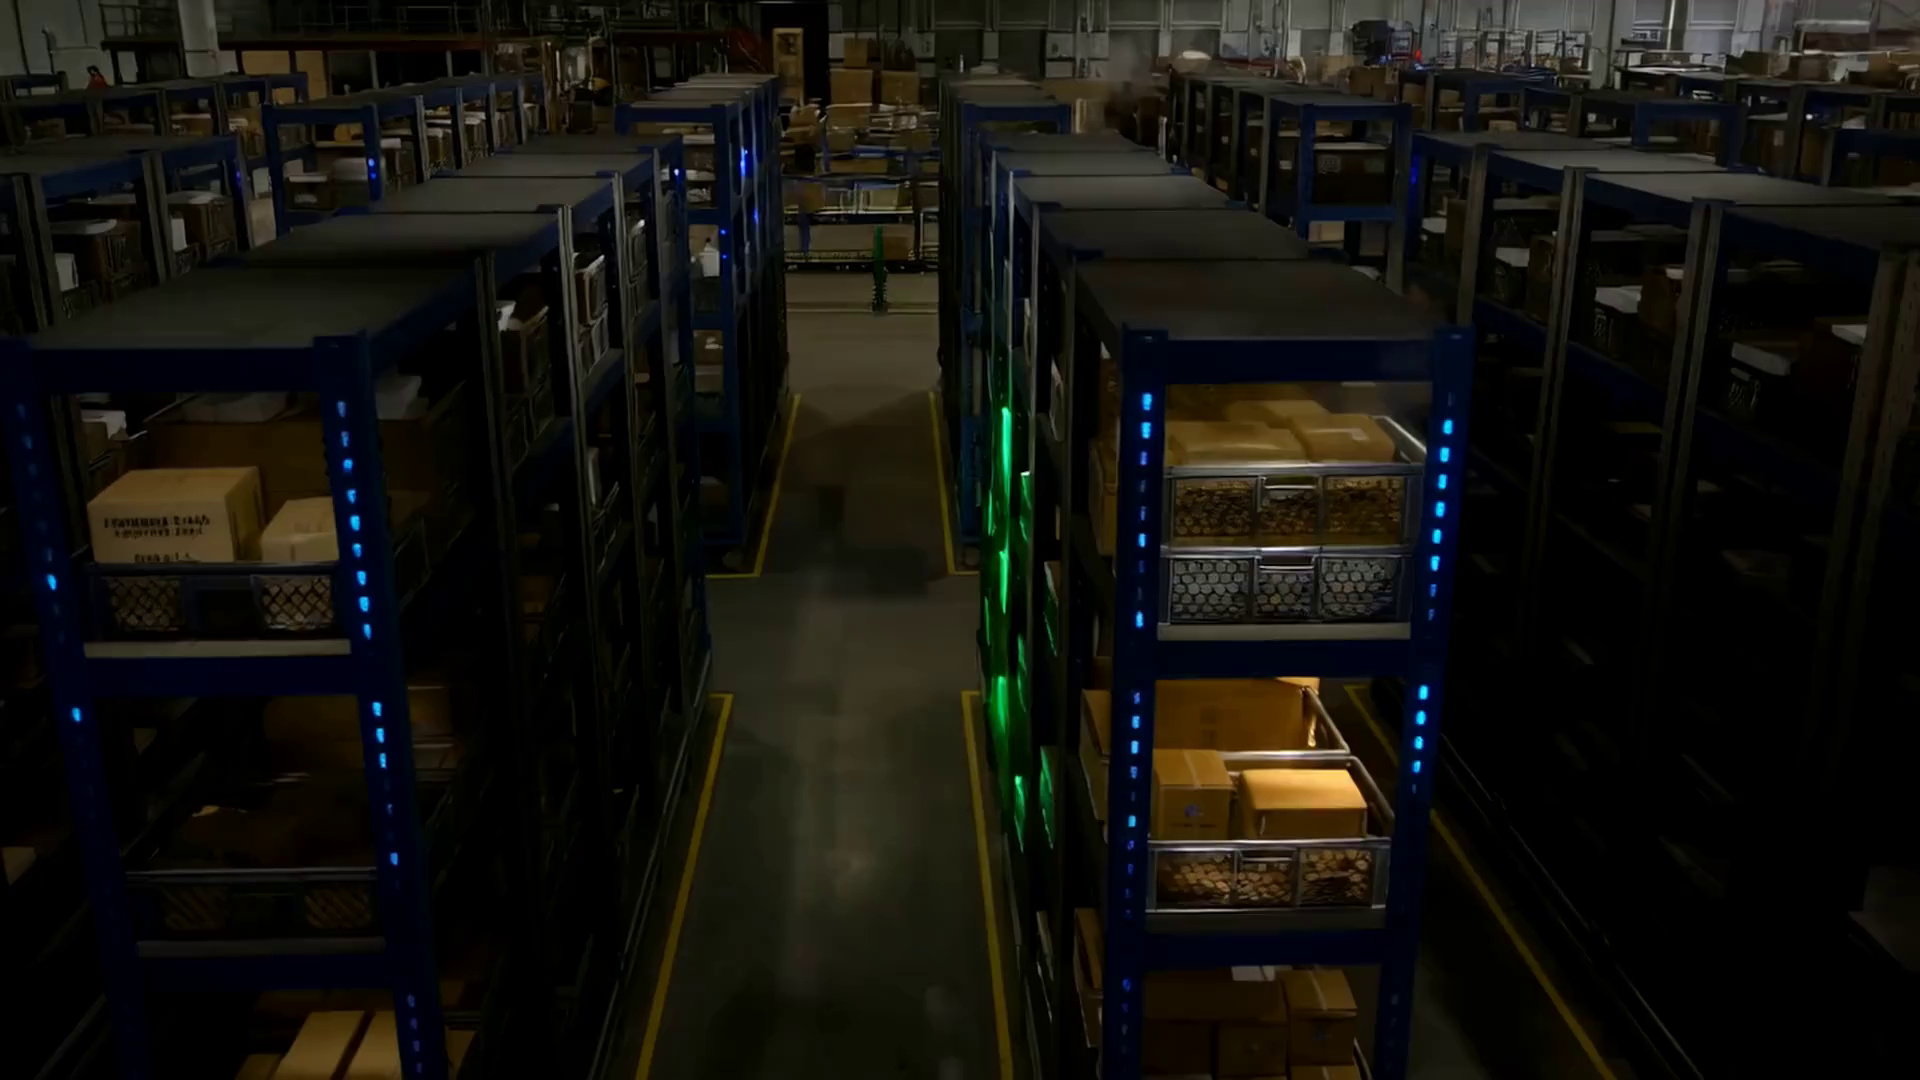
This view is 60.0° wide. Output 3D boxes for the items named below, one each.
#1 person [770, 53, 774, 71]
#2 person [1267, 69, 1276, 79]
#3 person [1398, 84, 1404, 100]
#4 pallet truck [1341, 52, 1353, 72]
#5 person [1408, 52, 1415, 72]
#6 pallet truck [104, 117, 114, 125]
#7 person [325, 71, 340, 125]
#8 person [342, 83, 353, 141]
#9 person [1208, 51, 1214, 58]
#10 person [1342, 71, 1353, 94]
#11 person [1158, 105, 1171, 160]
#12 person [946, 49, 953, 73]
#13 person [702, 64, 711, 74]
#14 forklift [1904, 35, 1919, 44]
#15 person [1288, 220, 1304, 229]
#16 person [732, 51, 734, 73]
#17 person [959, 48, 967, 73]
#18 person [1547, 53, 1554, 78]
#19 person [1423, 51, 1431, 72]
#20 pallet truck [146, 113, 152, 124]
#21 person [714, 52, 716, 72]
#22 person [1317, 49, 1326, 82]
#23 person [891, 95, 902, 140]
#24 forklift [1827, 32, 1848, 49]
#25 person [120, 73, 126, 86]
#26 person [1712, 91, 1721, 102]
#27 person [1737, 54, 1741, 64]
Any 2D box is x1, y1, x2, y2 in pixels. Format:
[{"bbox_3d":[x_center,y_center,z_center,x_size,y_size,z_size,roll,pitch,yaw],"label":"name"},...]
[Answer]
[{"bbox_3d":[-9.932,-24.954,88.300,0.394,1.754,0.549,2,18,6],"label":"person"},{"bbox_3d":[11.125,-15.873,59.727,0.538,2.000,0.701,-3,18,-8],"label":"person"},{"bbox_3d":[17.222,-17.457,65.179,0.317,1.695,0.540,-1,18,-2],"label":"person"},{"bbox_3d":[18.794,-23.123,82.231,0.823,1.965,1.885,-13,22,-35],"label":"pallet truck"},{"bbox_3d":[23.257,-24.186,85.736,0.310,1.863,0.533,-1,18,-2],"label":"person"},{"bbox_3d":[-18.367,-7.885,35.078,1.885,1.965,0.823,1,18,2],"label":"pallet truck"},{"bbox_3d":[-22.912,-16.135,60.709,0.378,1.932,0.551,-1,18,-2],"label":"person"},{"bbox_3d":[-19.310,-13.472,52.548,0.337,1.882,0.584,-1,18,-2],"label":"person"},{"bbox_3d":[12.875,-24.266,85.919,0.398,1.914,0.637,-3,18,-9],"label":"person"},{"bbox_3d":[13.992,-15.975,60.208,0.356,1.936,0.635,-1,18,-2],"label":"person"},{"bbox_3d":[5.100,-9.924,41.600,0.310,1.864,0.533,-1,18,-2],"label":"person"},{"bbox_3d":[-0.535,-24.613,86.848,0.396,1.992,0.622,-1,18,-2],"label":"person"},{"bbox_3d":[-9.828,-17.461,64.639,0.390,2.040,0.614,-1,18,-2],"label":"person"},{"bbox_3d":[49.887,-25.247,87.390,1.129,2.768,1.873,-10,20,-28],"label":"forklift"},{"bbox_3d":[3.834,-2.768,19.392,0.403,1.904,0.651,-1,18,-2],"label":"person"},{"bbox_3d":[-12.705,-26.734,93.506,0.378,1.932,0.551,-1,18,-2],"label":"person"},{"bbox_3d":[0.180,-26.901,94.209,0.435,1.833,0.634,0,18,1],"label":"person"},{"bbox_3d":[31.275,-24.884,88.089,0.319,1.742,0.492,-1,18,-2],"label":"person"},{"bbox_3d":[24.706,-24.903,88.026,0.405,1.837,0.516,0,18,0],"label":"person"},{"bbox_3d":[-18.087,-8.309,36.390,1.885,1.965,0.823,-1,18,-4],"label":"pallet truck"},{"bbox_3d":[-13.485,-25.858,91.175,0.317,1.695,0.540,-1,18,-2],"label":"person"},{"bbox_3d":[18.887,-24.647,86.956,0.402,1.990,0.622,-1,18,-2],"label":"person"},{"bbox_3d":[-1.818,-11.844,47.702,0.331,1.765,0.533,-1,18,-2],"label":"person"},{"bbox_3d":[46.023,-25.321,87.619,1.129,2.768,1.873,-1,18,-2],"label":"forklift"},{"bbox_3d":[-29.682,-15.598,59.058,0.381,1.924,0.594,-1,18,-2],"label":"person"},{"bbox_3d":[22.913,-12.776,50.313,0.378,1.932,0.551,-1,18,-2],"label":"person"},{"bbox_3d":[37.340,-22.327,79.863,0.352,1.937,0.635,-1,18,-2],"label":"person"}]
